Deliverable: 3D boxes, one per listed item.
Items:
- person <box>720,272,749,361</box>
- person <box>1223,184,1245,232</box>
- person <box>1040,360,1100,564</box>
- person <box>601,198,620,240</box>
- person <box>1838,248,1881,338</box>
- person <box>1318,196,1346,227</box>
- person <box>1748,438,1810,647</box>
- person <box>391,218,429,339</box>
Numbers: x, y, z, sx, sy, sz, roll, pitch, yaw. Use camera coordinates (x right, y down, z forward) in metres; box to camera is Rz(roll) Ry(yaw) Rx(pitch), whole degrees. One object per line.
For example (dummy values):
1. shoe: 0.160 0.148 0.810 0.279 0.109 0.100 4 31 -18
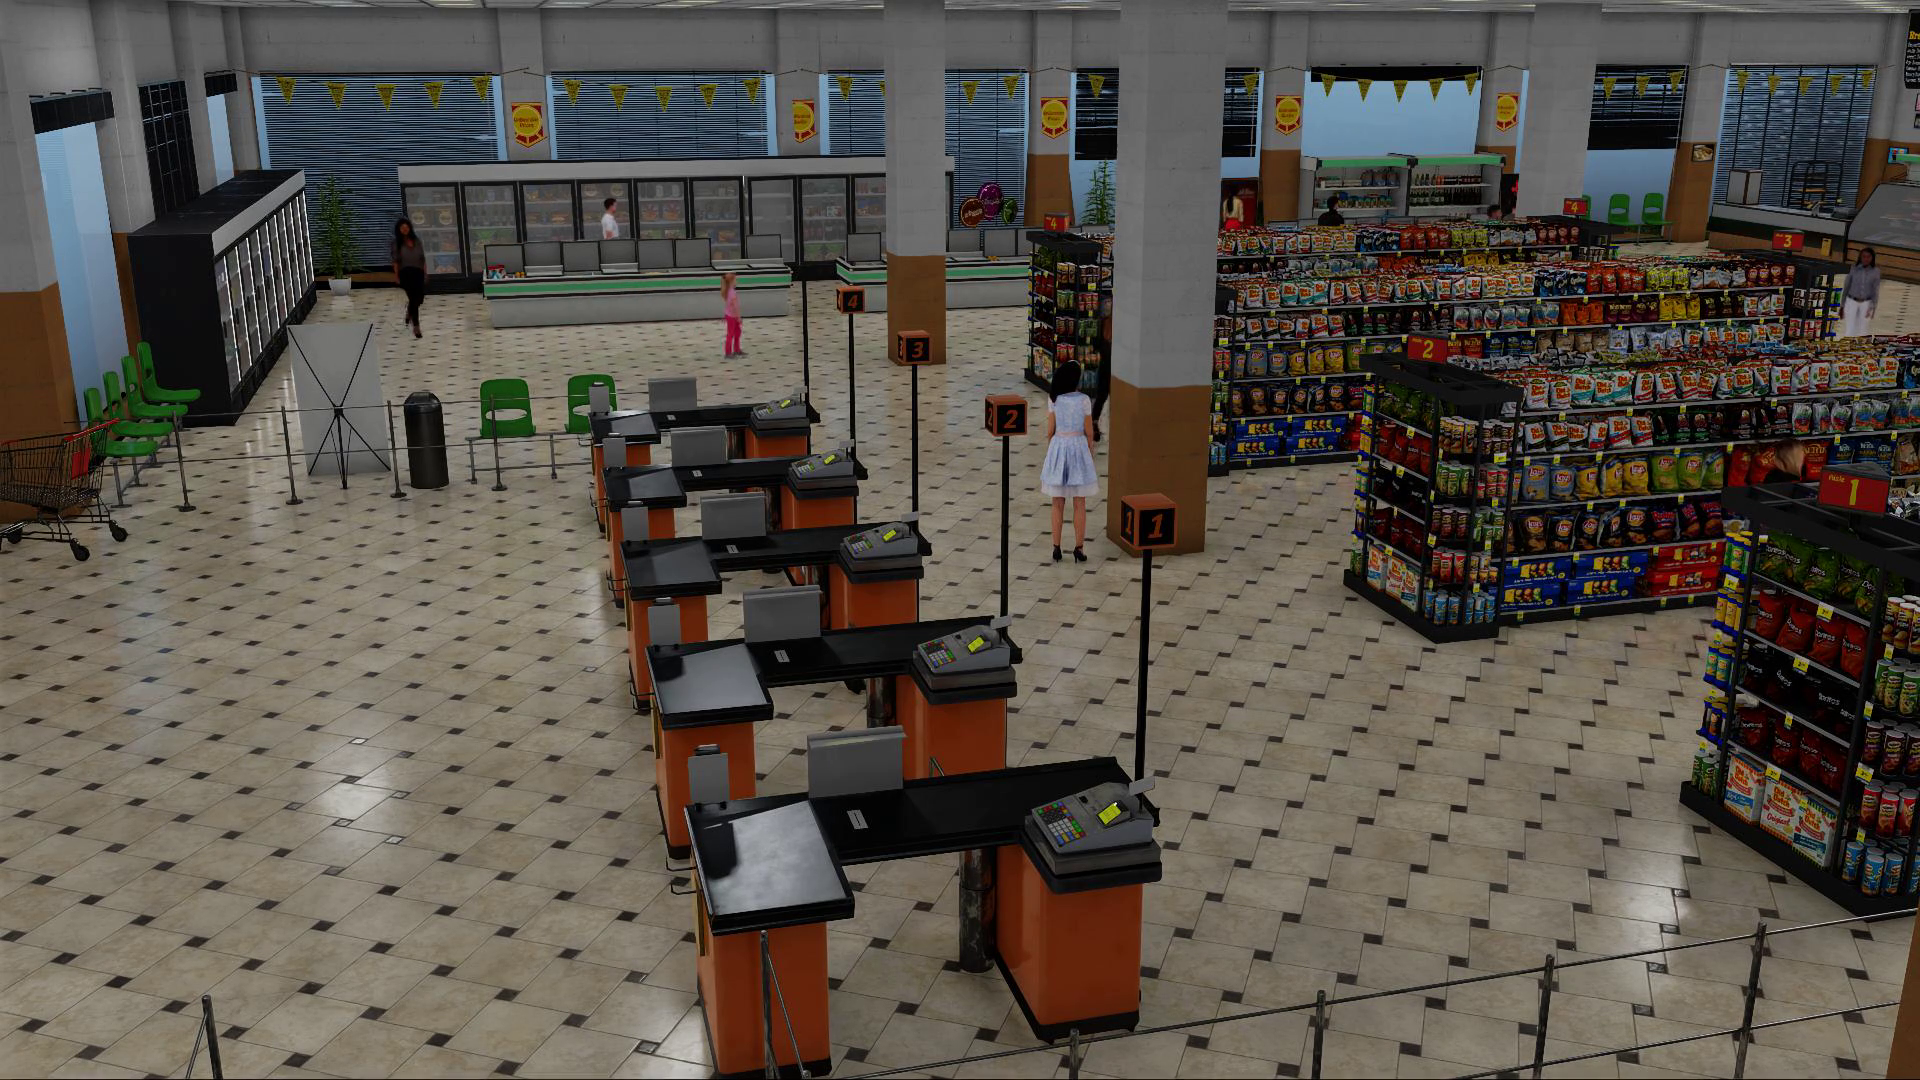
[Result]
1. person: -3.359 -3.233 24.028 0.619 1.265 0.537 -6 18 -19
2. person: 5.261 -5.950 32.070 0.687 1.792 0.722 12 21 35
3. person: 0.969 -0.685 14.686 0.827 1.818 0.901 4 17 14
4. person: -6.137 -4.959 28.752 1.136 1.825 0.747 -7 18 -21
5. person: 12.595 -3.232 23.303 1.030 1.685 1.109 10 20 31
6. person: 6.501 -5.109 29.221 0.749 1.839 0.802 -14 22 -38
7. person: 6.067 0.059 12.505 0.654 1.661 0.654 -2 17 -6
8. person: -8.551 -4.057 25.822 1.174 1.799 1.015 -14 22 -38
